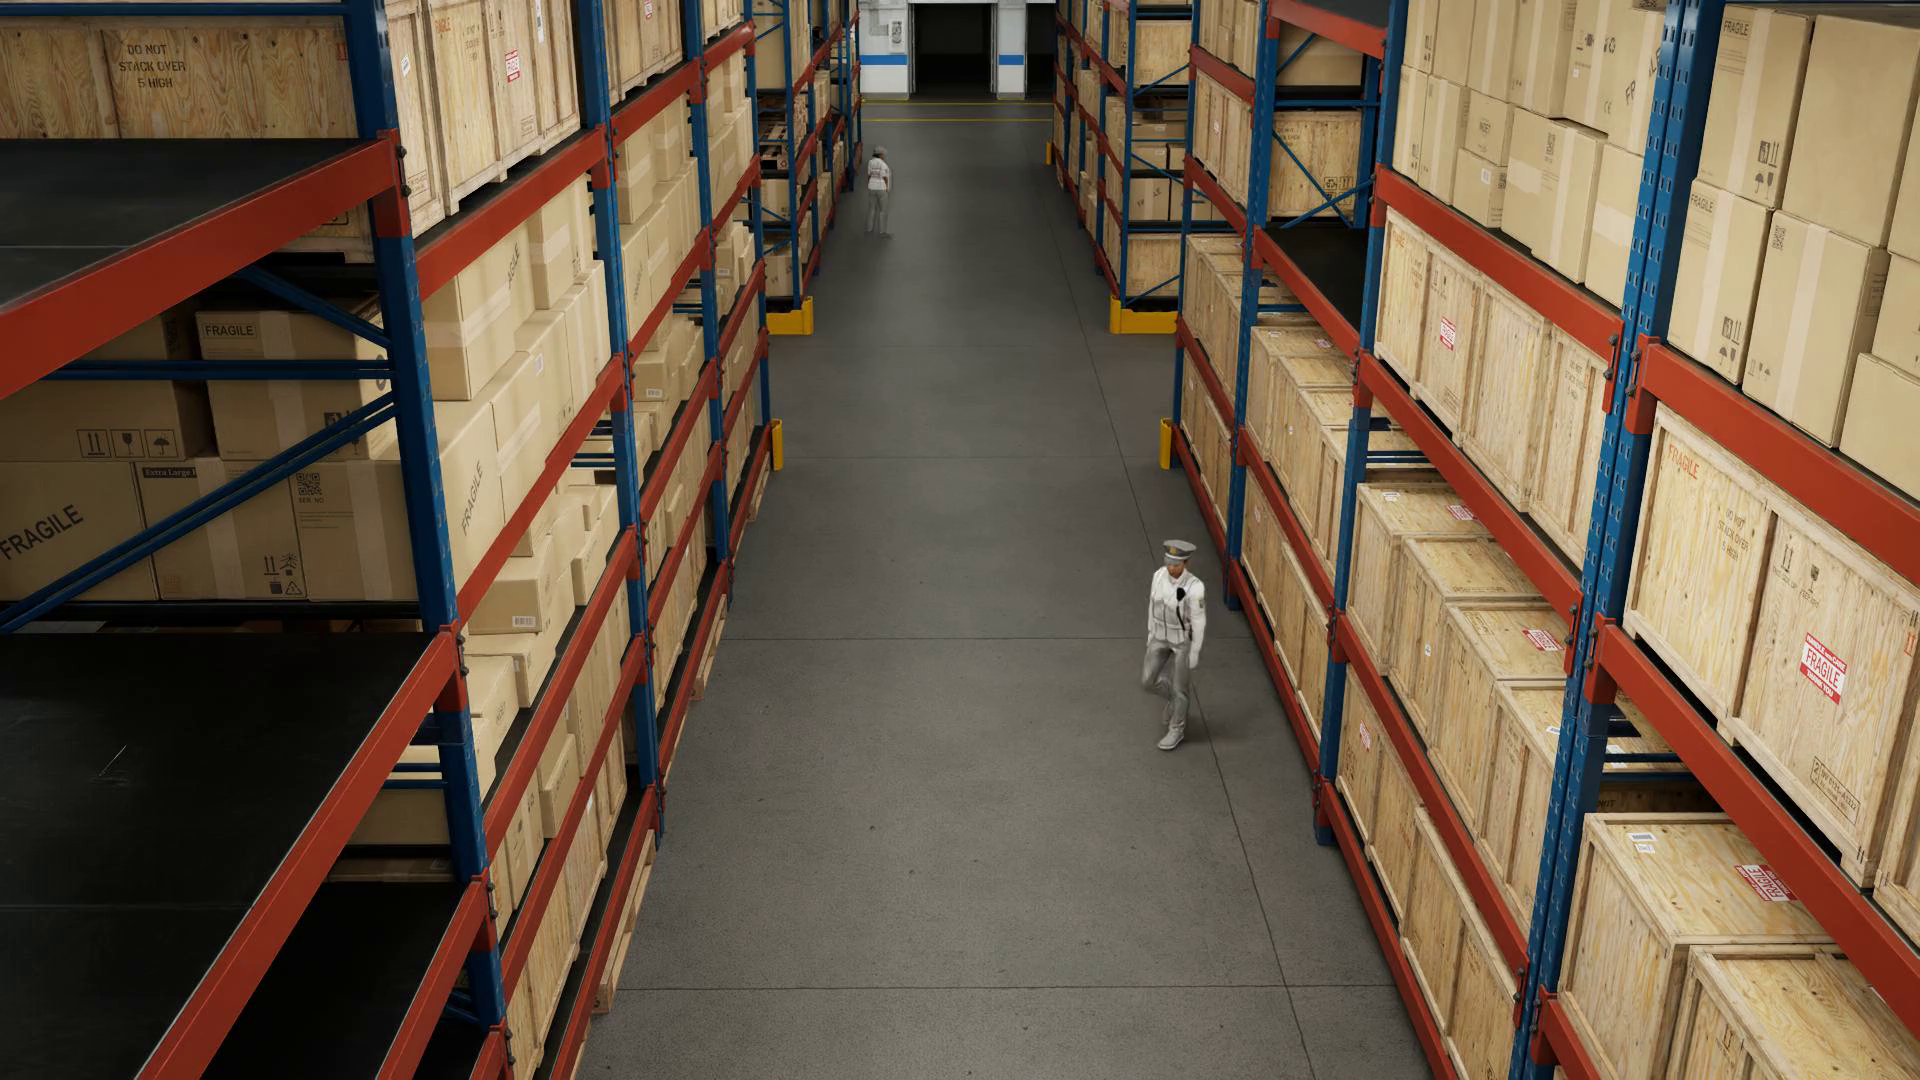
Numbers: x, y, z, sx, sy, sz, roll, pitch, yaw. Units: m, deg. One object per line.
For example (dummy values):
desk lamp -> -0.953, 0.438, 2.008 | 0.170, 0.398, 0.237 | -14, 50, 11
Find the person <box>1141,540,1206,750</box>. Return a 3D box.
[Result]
person -> 1.647, 0.755, 12.673 | 0.493, 1.671, 0.472 | 17, 27, 36

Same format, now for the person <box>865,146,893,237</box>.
person -> -1.545, -6.556, 31.239 | 0.588, 1.670, 0.407 | 17, 27, 36
